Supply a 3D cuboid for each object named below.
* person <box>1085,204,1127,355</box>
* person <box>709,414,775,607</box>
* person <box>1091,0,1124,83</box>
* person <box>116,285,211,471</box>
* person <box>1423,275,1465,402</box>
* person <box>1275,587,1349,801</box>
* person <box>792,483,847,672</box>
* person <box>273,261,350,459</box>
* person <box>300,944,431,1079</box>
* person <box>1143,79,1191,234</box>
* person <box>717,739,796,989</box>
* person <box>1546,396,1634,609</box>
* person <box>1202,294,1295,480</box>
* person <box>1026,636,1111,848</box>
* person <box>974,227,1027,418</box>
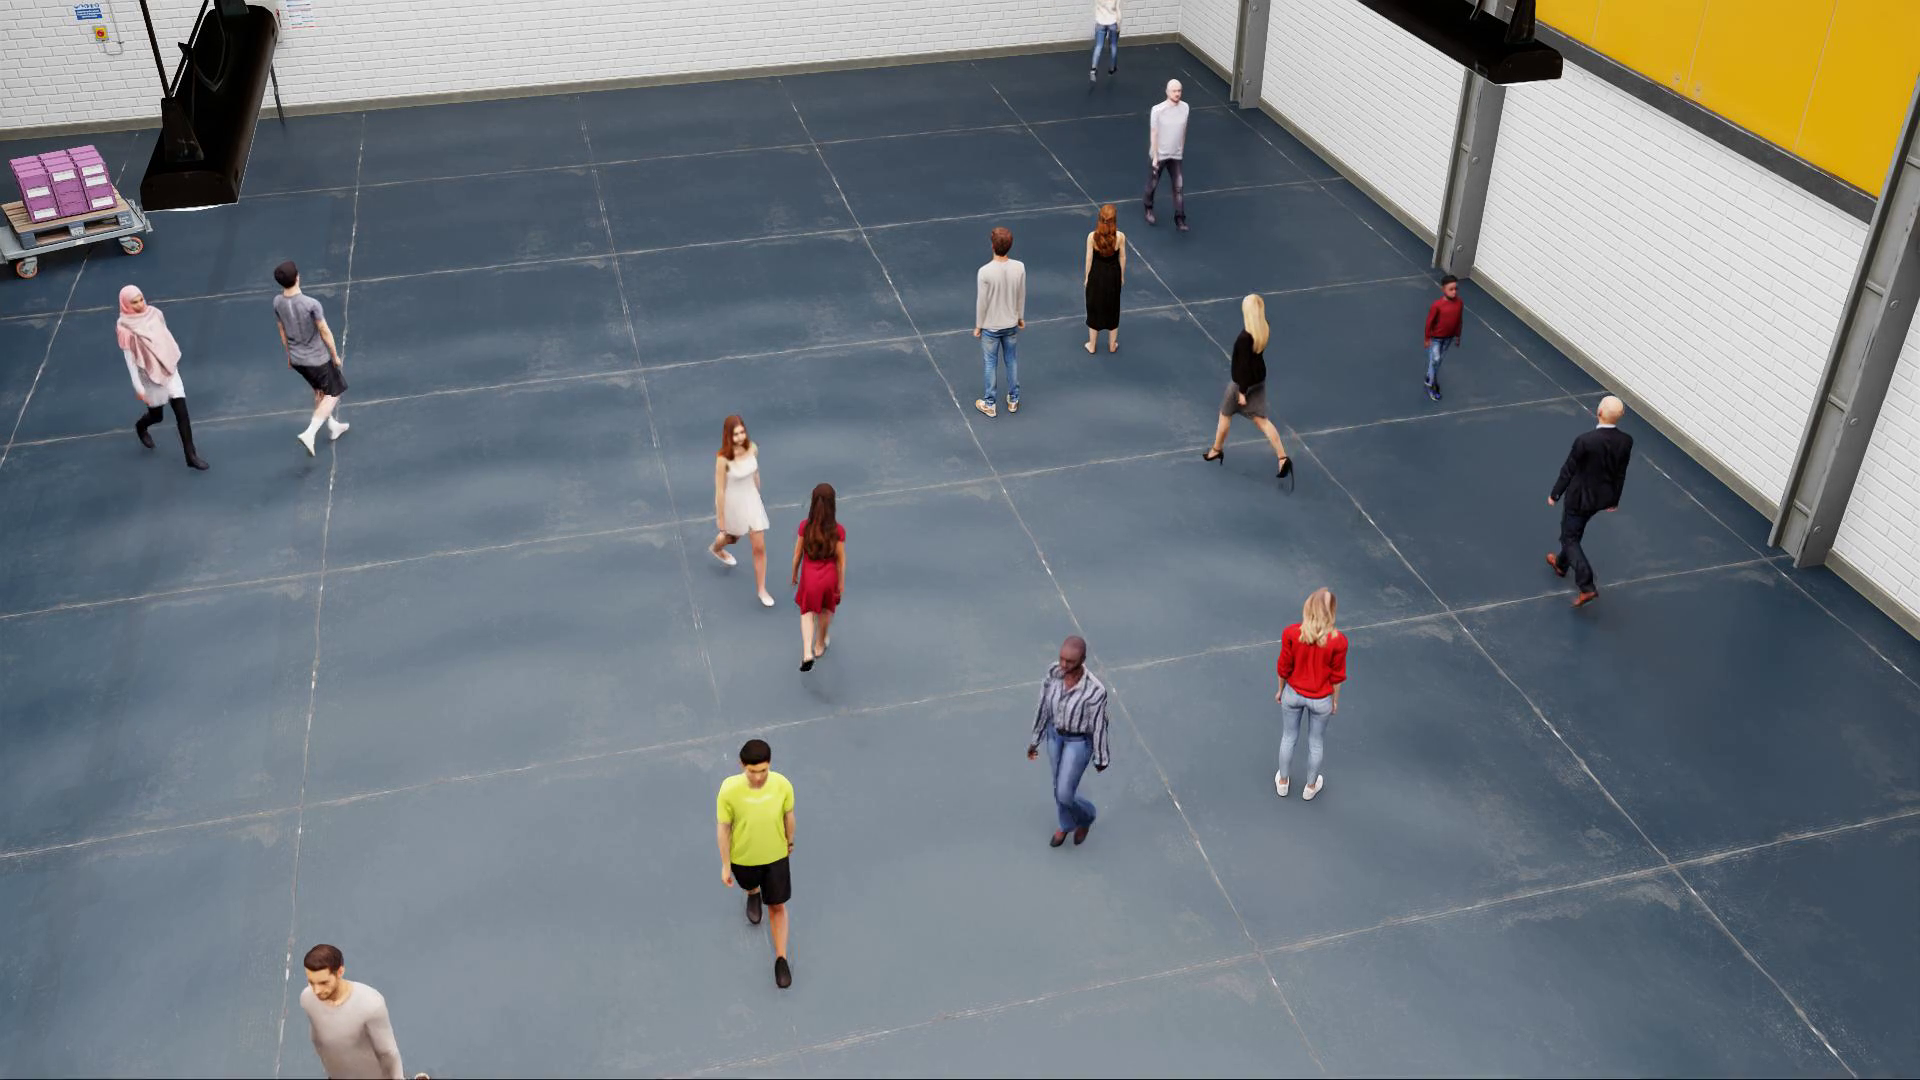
[{"bbox_3d":[1.483,-2.675,17.066,0.608,1.625,0.620,-2,34,-3],"label":"person"},{"bbox_3d":[-1.818,-0.312,13.469,0.851,1.672,1.191,-21,39,-29],"label":"person"},{"bbox_3d":[2.131,-7.545,24.352,0.993,1.671,1.142,12,36,18],"label":"person"},{"bbox_3d":[-7.361,-1.480,15.129,1.164,1.779,1.103,18,38,25],"label":"person"},{"bbox_3d":[4.741,-2.065,16.492,0.533,1.243,0.660,-11,35,-16],"label":"person"},{"bbox_3d":[2.379,1.061,11.375,0.690,1.703,0.703,11,35,16],"label":"person"},{"bbox_3d":[-1.071,0.328,12.634,0.744,1.530,0.922,-1,34,-1],"label":"person"},{"bbox_3d":[-6.020,-1.636,15.303,0.992,1.847,1.134,10,35,14],"label":"person"},{"bbox_3d":[-3.082,2.734,8.724,0.915,1.851,1.152,5,34,7],"label":"person"},{"bbox_3d":[2.411,-4.600,19.813,0.691,1.790,1.155,-9,35,-13],"label":"person"},{"bbox_3d":[-1.263,1.846,10.230,0.712,1.662,1.153,-5,34,-7],"label":"person"},{"bbox_3d":[5.057,-0.296,13.348,0.658,1.778,1.078,-8,34,-12],"label":"person"},{"bbox_3d":[2.670,-1.324,14.871,1.232,1.804,1.070,24,41,32],"label":"person"},{"bbox_3d":[0.787,1.300,10.946,0.843,1.779,0.751,-29,43,-36],"label":"person"},{"bbox_3d":[0.384,-2.079,15.919,0.690,1.903,0.592,-12,35,-17],"label":"person"}]
